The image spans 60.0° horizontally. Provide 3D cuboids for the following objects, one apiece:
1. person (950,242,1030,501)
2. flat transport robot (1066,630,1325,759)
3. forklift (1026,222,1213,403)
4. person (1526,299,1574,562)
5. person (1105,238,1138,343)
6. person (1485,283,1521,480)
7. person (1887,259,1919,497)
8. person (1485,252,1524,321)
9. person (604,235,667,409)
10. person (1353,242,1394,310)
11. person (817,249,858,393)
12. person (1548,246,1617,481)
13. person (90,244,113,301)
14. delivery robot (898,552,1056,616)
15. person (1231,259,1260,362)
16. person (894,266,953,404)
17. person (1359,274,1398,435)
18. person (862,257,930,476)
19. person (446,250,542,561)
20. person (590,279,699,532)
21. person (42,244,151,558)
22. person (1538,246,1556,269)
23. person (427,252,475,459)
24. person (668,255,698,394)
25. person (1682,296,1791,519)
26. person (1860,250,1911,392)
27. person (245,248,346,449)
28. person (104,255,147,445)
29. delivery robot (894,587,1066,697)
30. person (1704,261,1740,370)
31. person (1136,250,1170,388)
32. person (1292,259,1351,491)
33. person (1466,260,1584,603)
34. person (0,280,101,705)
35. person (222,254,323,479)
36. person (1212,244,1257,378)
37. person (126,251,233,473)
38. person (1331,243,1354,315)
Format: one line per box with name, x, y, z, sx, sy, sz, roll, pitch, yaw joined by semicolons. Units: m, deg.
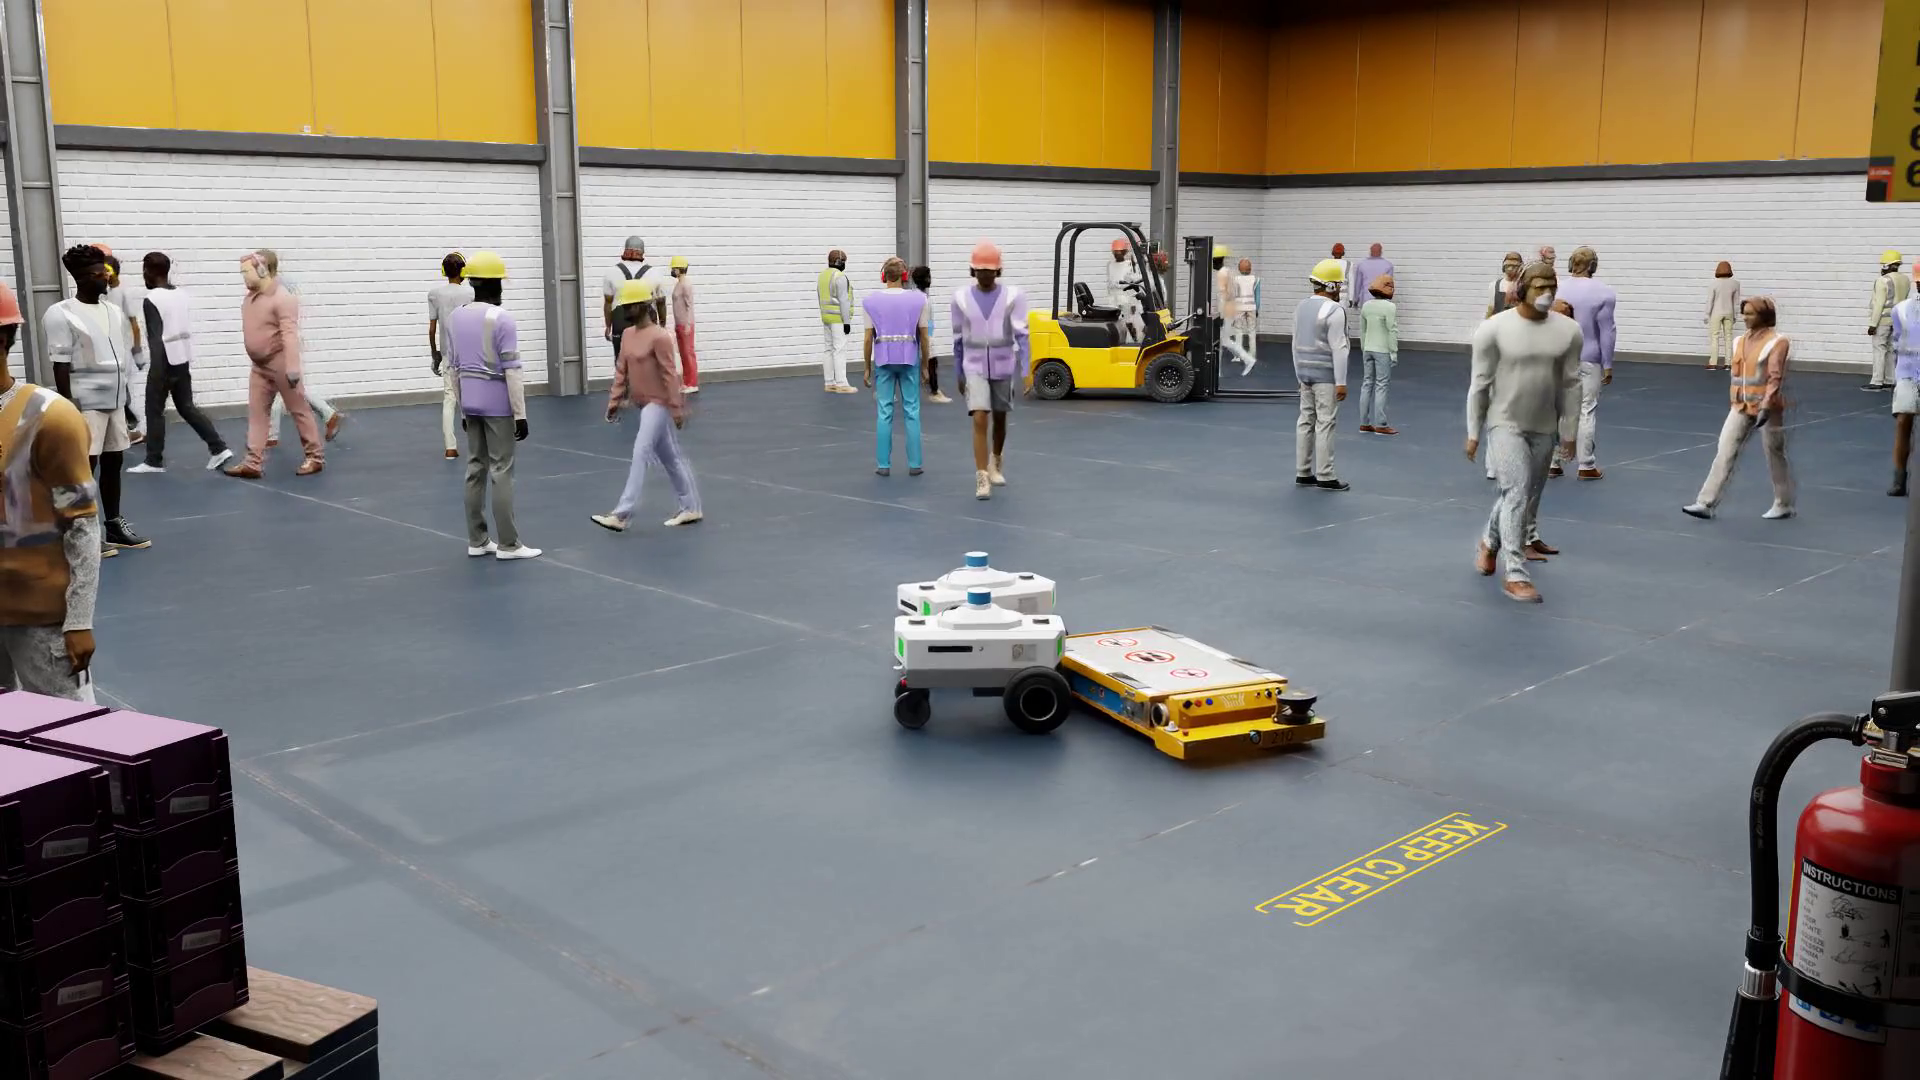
person;0.237;-1.346;13.088;0.629;1.985;1.096;0;10;2
flat transport robot;0.856;0.607;7.065;0.652;0.197;1.431;-5;11;-23
forklift;1.935;-2.847;20.651;2.313;2.155;1.214;2;11;13
person;3.656;-0.690;10.418;0.278;1.631;0.505;7;12;33
person;2.653;-3.878;26.875;0.624;1.995;1.067;7;12;33
person;4.560;-1.295;13.708;0.517;1.636;0.313;10;14;42
person;7.652;-1.310;13.163;0.551;1.884;1.050;8;13;38
person;5.918;-2.179;17.963;0.505;1.846;0.346;6;12;30
person;-3.751;-2.518;19.276;0.707;2.000;0.736;-2;11;-9
person;7.224;-4.224;29.030;0.663;1.924;0.492;3;11;17
person;-1.580;-2.813;21.437;0.429;1.840;0.624;-7;13;-34
person;5.106;-1.456;13.781;0.627;1.934;0.372;9;14;40
person;-8.466;-1.962;16.524;0.361;1.938;0.545;-7;12;-33
delivery robot;0.077;0.299;7.712;0.707;0.478;0.477;-5;12;-26
person;4.534;-3.649;26.533;0.515;1.642;0.314;-1;10;-6
person;-0.531;-2.461;19.986;0.813;1.666;0.531;-1;10;-8
person;4.277;-1.892;16.972;0.287;1.633;0.497;-6;12;-28
person;-0.536;-1.443;13.967;0.563;1.837;0.389;-1;10;-3
person;-2.925;-0.830;10.373;0.587;1.930;0.359;6;12;31
person;-2.177;-0.902;11.347;0.929;1.716;0.518;-8;13;-37
person;-5.473;-0.881;10.550;0.364;1.966;0.609;2;11;12
person;8.519;-3.364;24.386;0.449;1.864;0.807;4;11;21
person;-4.534;-1.656;15.068;0.532;1.860;0.319;0;10;1
person;-3.573;-2.763;21.361;0.326;1.766;0.533;-5;12;-26
person;5.602;-0.919;11.782;0.865;1.592;0.514;-4;11;-23
person;12.005;-2.837;21.580;0.600;1.831;0.404;-5;12;-27
person;-6.379;-1.817;15.821;0.843;1.912;0.629;-3;11;-18
person;-8.075;-1.805;15.945;0.552;1.834;0.567;-10;14;-43
delivery robot;0.076;0.442;6.933;0.707;0.478;0.477;0;10;-2
person;11.444;-3.365;25.009;0.501;1.631;0.287;0;10;-2
person;2.616;-2.897;21.943;1.039;1.822;0.610;2;11;10
person;2.887;-1.303;13.216;0.404;1.831;0.600;-5;11;-25
person;3.185;-0.649;9.528;0.638;1.902;0.971;-1;10;-8
person;-2.746;0.190;4.789;0.548;1.937;0.379;3;11;14
person;-5.768;-1.437;13.850;0.768;1.852;0.929;7;12;32
person;3.805;-3.220;23.474;0.725;1.905;0.600;1;10;5
person;-6.720;-1.501;14.188;0.735;1.921;0.614;1;10;3
person;6.553;-4.214;28.952;0.585;1.882;0.343;1;10;6
